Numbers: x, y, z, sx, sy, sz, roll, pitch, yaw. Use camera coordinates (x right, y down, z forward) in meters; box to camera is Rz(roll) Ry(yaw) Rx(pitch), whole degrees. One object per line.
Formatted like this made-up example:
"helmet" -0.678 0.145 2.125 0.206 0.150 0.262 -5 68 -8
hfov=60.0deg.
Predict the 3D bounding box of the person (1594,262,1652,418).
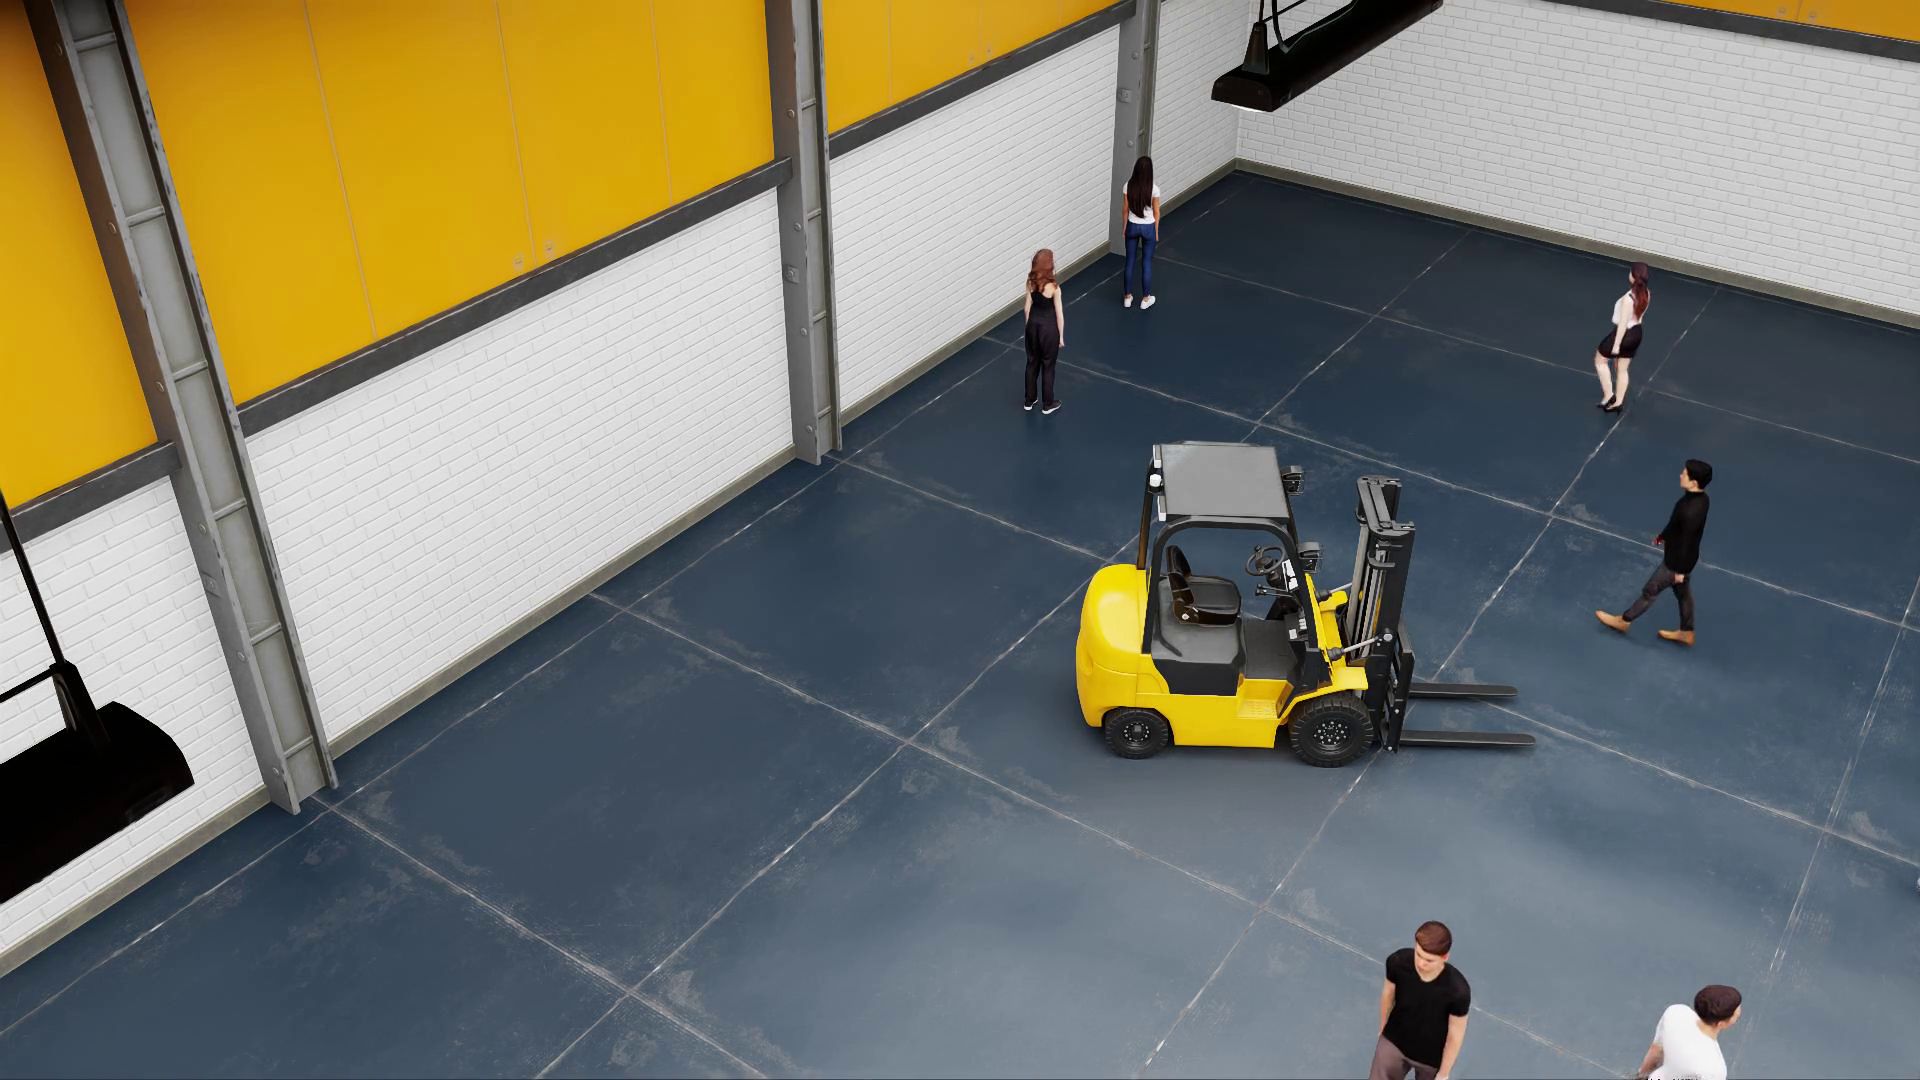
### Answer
"person" 6.661 -1.948 16.508 0.625 1.636 0.714 -23 40 -30

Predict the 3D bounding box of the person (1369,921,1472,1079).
"person" 2.601 2.758 9.267 0.658 1.815 1.130 20 39 27

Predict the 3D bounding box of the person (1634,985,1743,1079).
"person" 3.701 3.045 8.843 1.214 1.807 1.227 -2 34 -3

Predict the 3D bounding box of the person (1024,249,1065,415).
"person" 0.815 -2.090 16.621 0.602 1.748 0.550 17 37 24

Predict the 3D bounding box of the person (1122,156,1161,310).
"person" 2.023 -3.445 18.635 0.631 1.775 0.587 12 36 18

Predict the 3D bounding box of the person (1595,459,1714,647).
"person" 5.835 0.143 13.310 0.736 1.695 0.944 20 39 28
